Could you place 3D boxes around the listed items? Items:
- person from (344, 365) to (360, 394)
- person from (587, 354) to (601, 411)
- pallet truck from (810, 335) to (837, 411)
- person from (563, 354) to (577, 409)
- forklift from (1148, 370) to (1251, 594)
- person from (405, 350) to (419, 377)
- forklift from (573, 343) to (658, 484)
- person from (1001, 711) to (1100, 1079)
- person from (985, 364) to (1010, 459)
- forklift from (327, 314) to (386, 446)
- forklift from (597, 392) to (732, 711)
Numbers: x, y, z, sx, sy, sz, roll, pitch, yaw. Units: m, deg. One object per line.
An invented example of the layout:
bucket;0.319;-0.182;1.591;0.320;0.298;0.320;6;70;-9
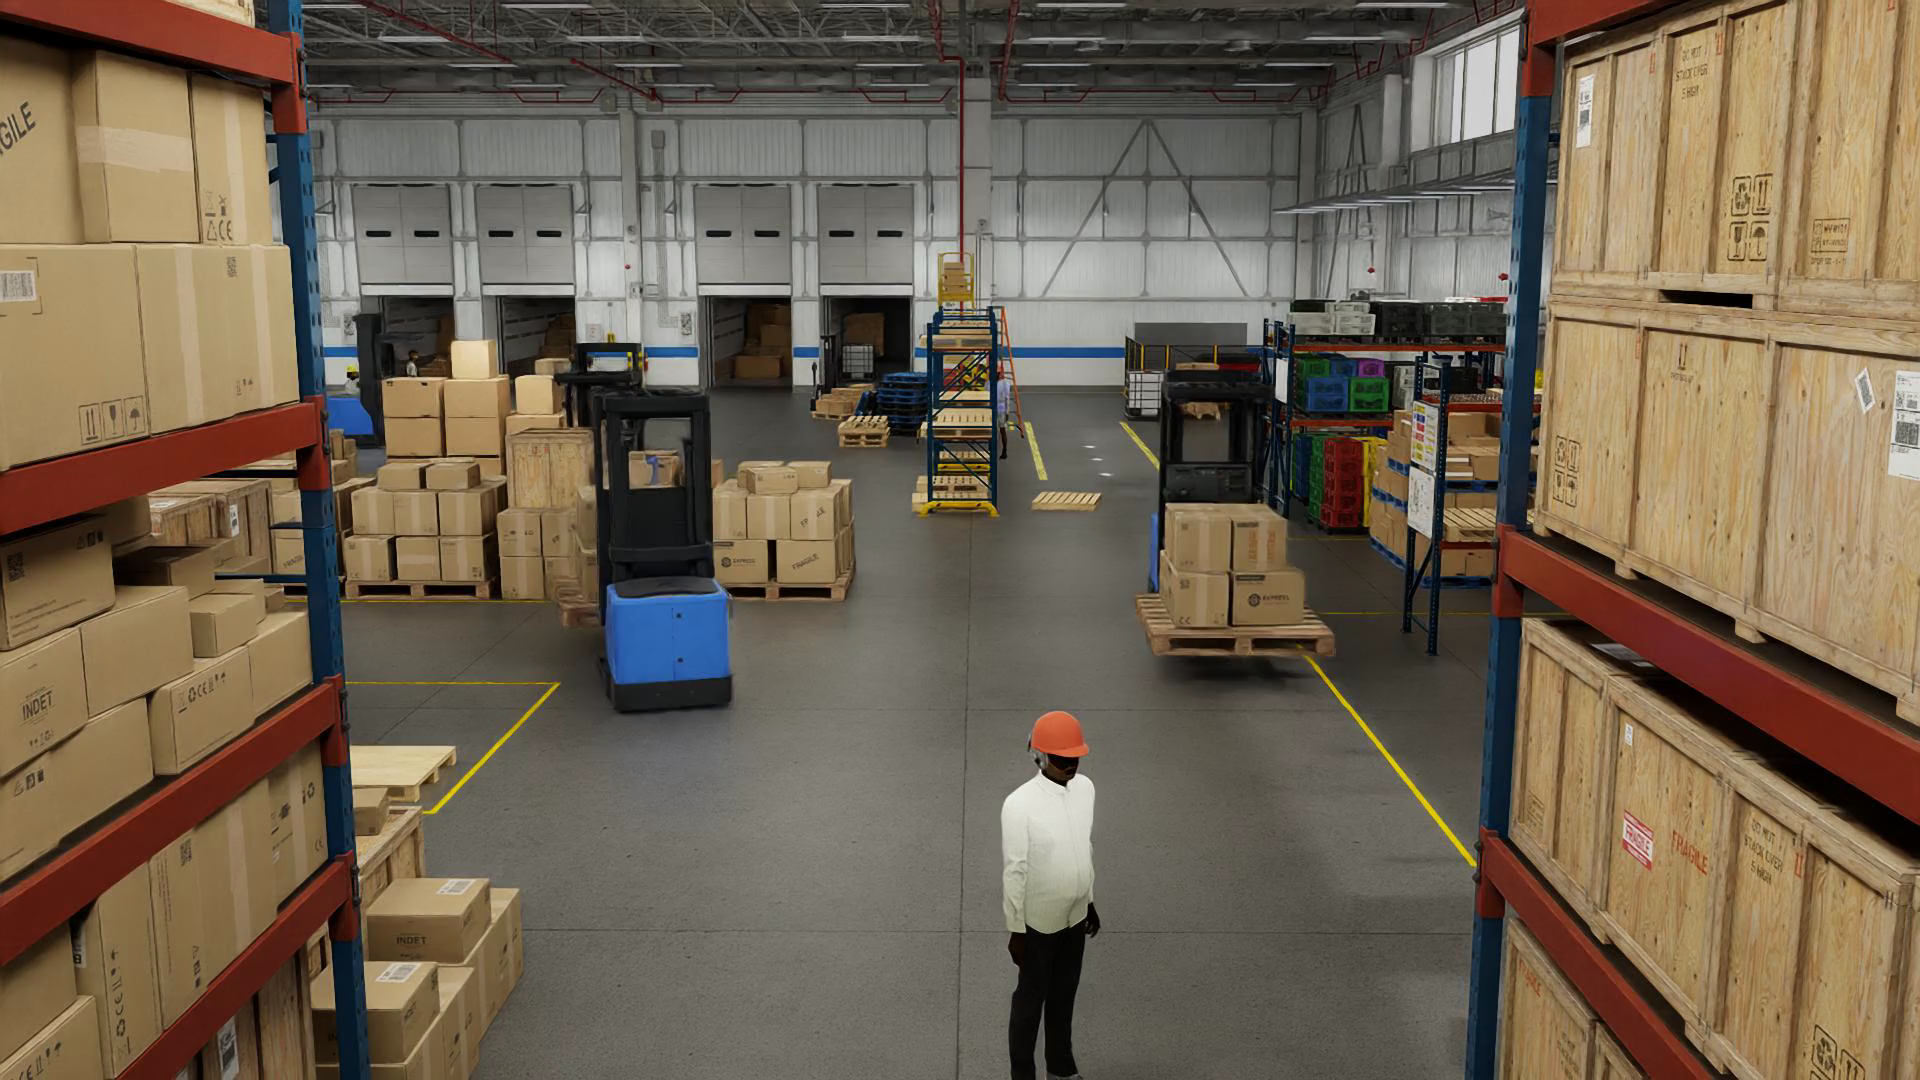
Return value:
person;-12.943;-2.870;35.537;0.486;1.744;0.294;3;10;18
person;-8.186;-3.126;36.557;0.977;1.892;0.650;-1;10;-7
pallet truck;-3.021;-4.312;43.126;1.885;1.965;0.823;3;10;17
person;-9.578;-3.801;41.250;0.510;1.623;0.373;1;10;6
forklift;2.742;-0.514;18.668;1.129;2.768;1.873;0;10;1
person;-12.877;-3.550;39.180;0.348;1.842;0.506;-6;11;-29
forklift;-5.085;-1.475;24.210;1.129;2.768;1.873;0;10;1
person;0.449;1.782;7.969;0.382;1.993;0.622;9;13;43
person;0.732;-2.585;33.378;0.544;1.932;0.377;4;11;22
forklift;-12.501;-3.396;35.293;1.873;2.768;1.129;-1;10;-4
forklift;-2.812;0.024;15.561;1.129;2.768;1.873;-3;10;-16
